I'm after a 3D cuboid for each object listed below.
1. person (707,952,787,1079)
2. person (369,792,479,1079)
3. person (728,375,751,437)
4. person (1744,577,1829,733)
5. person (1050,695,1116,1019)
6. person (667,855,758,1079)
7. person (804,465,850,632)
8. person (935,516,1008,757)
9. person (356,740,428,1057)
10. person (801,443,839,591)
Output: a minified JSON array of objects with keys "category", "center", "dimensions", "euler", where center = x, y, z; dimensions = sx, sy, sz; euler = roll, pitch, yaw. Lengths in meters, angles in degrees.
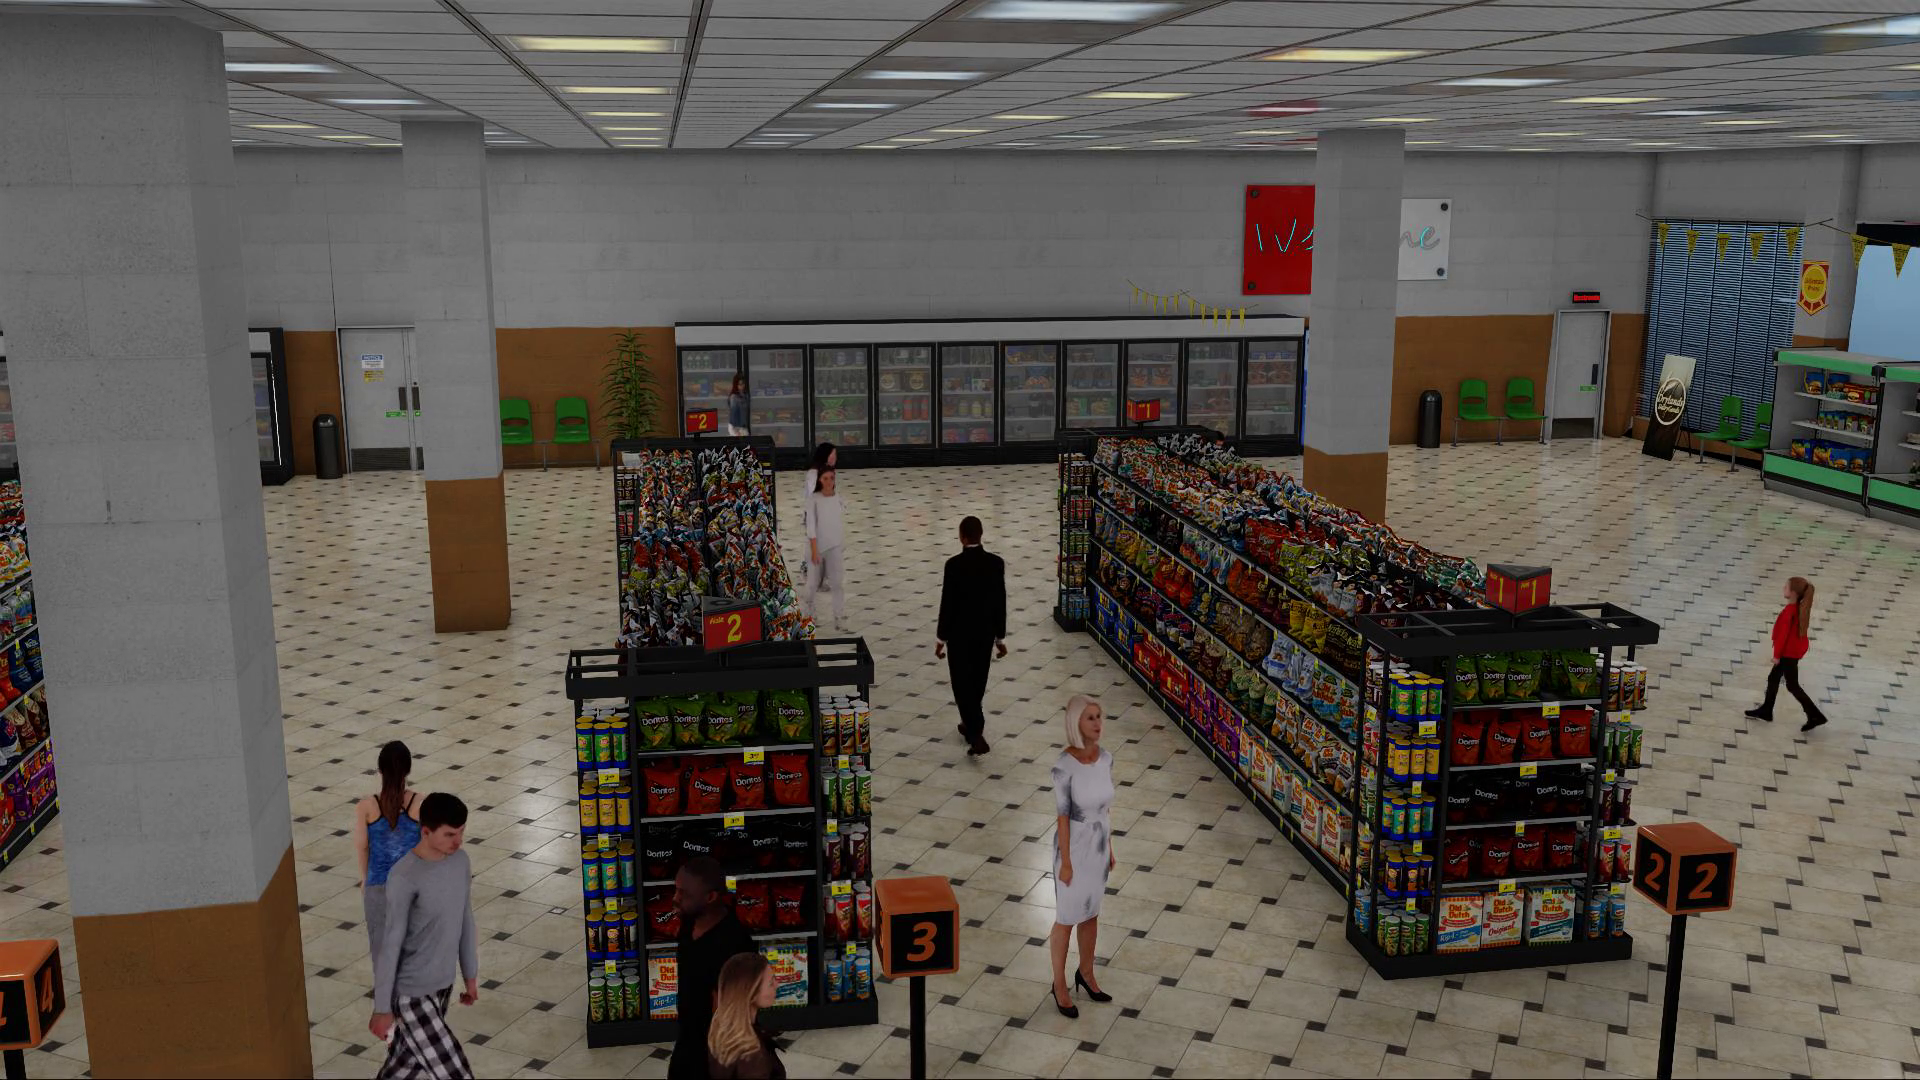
[{"category":"person","center":[-0.795,2.307,6.072],"dimensions":[0.715,1.703,0.544],"euler":[-6,13,-26]},{"category":"person","center":[-2.459,1.991,7.401],"dimensions":[1.133,1.774,1.243],"euler":[5,13,21]},{"category":"person","center":[-3.351,-1.654,24.969],"dimensions":[0.896,1.668,0.785],"euler":[2,12,10]},{"category":"person","center":[6.844,0.943,13.613],"dimensions":[0.950,1.265,0.807],"euler":[12,17,44]},{"category":"person","center":[0.650,1.676,8.951],"dimensions":[0.640,1.752,0.665],"euler":[-11,16,-42]},{"category":"person","center":[-0.907,2.106,6.801],"dimensions":[0.861,1.796,0.774],"euler":[-4,13,-19]},{"category":"person","center":[-1.414,0.081,16.765],"dimensions":[0.793,1.653,1.154],"euler":[-6,13,-25]},{"category":"person","center":[0.106,0.774,12.923],"dimensions":[0.850,1.880,1.162],"euler":[-5,13,-21]},{"category":"person","center":[-2.888,1.855,8.527],"dimensions":[0.676,1.577,1.087],"euler":[-4,13,-20]},{"category":"person","center":[-1.614,-0.249,18.325],"dimensions":[0.894,1.656,0.789],"euler":[4,13,19]}]
